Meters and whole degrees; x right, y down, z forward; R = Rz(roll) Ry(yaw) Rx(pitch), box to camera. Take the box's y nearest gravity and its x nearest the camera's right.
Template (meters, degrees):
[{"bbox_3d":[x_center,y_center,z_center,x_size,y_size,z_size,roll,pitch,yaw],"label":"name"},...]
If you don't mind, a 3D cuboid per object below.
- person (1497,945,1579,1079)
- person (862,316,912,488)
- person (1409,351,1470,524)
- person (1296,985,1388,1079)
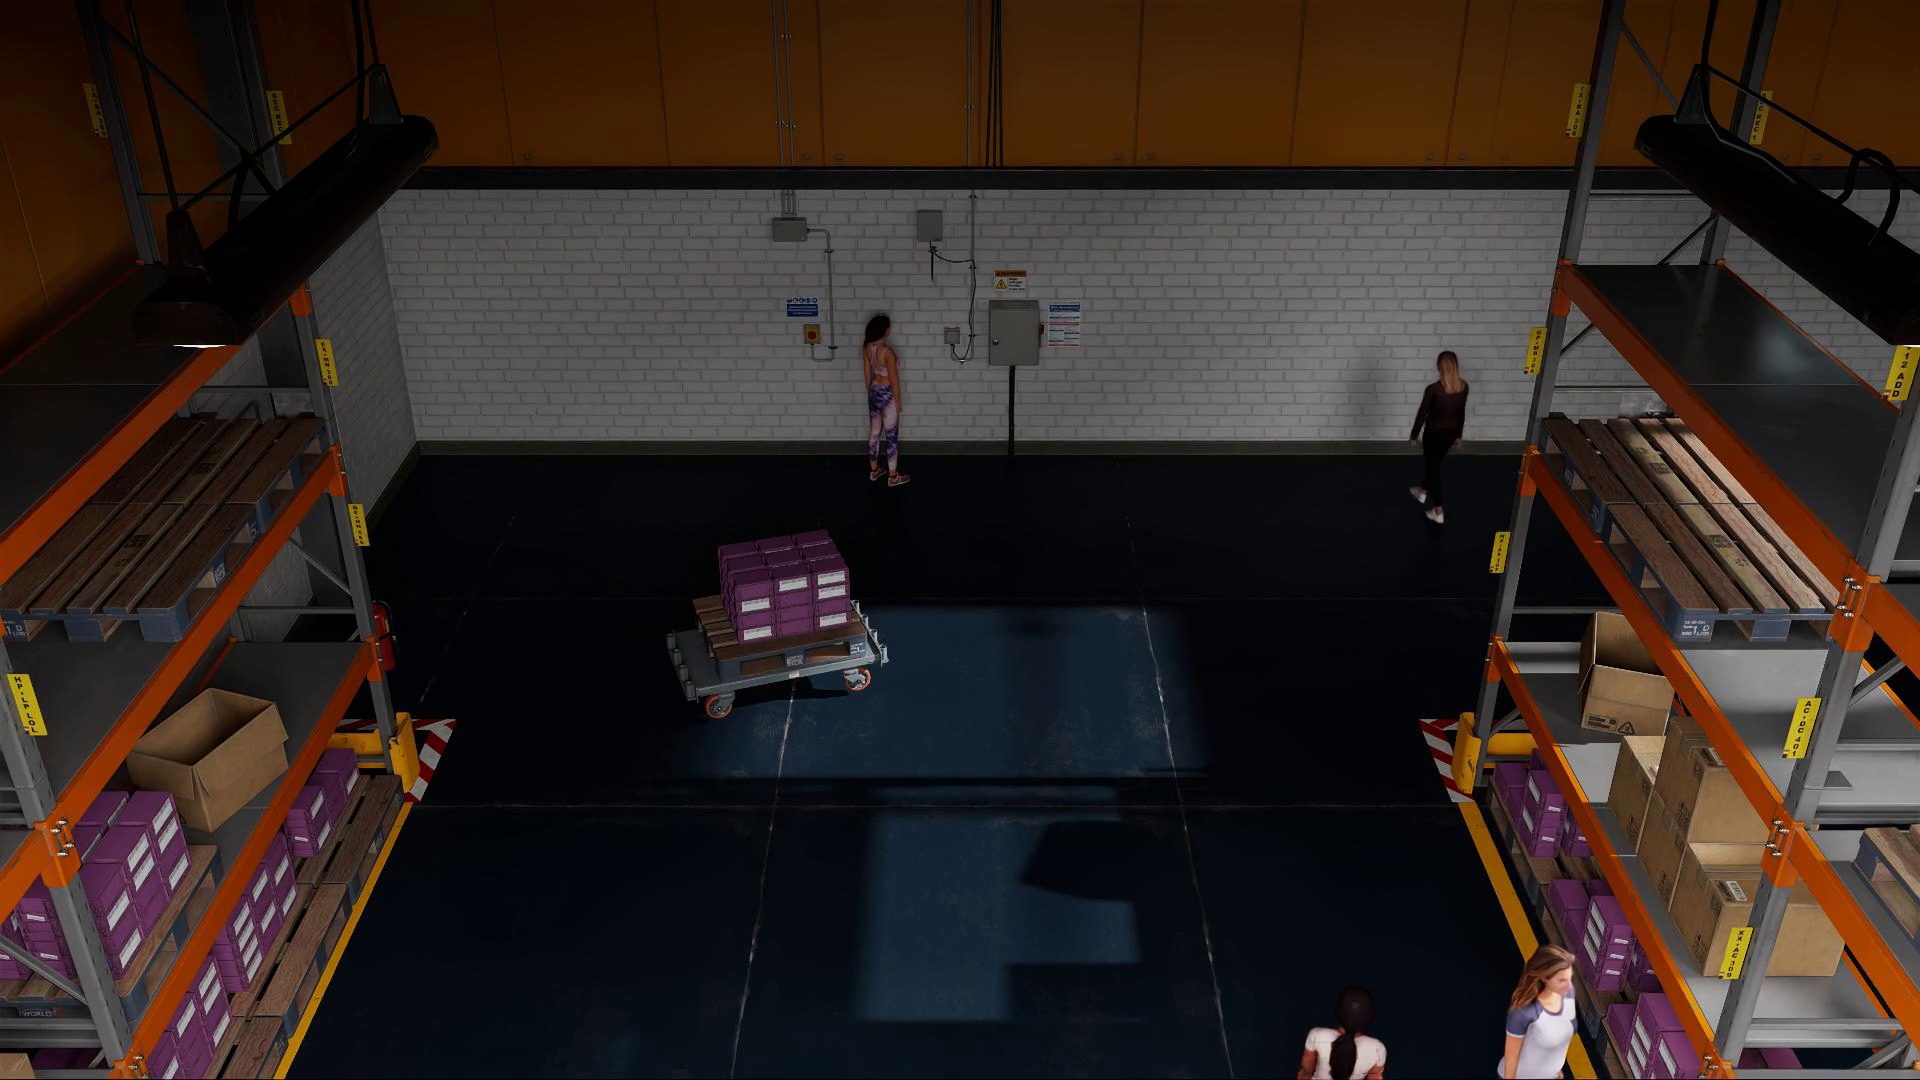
[{"bbox_3d":[3.014,2.830,8.847,0.685,1.733,0.706,-16,33,-27],"label":"person"},{"bbox_3d":[-0.765,-1.397,16.556,0.679,1.770,0.721,22,36,34],"label":"person"},{"bbox_3d":[4.589,-0.953,15.840,0.814,1.676,1.027,-8,30,-15],"label":"person"},{"bbox_3d":[1.899,3.012,8.528,0.682,1.719,1.058,5,29,9],"label":"person"}]
